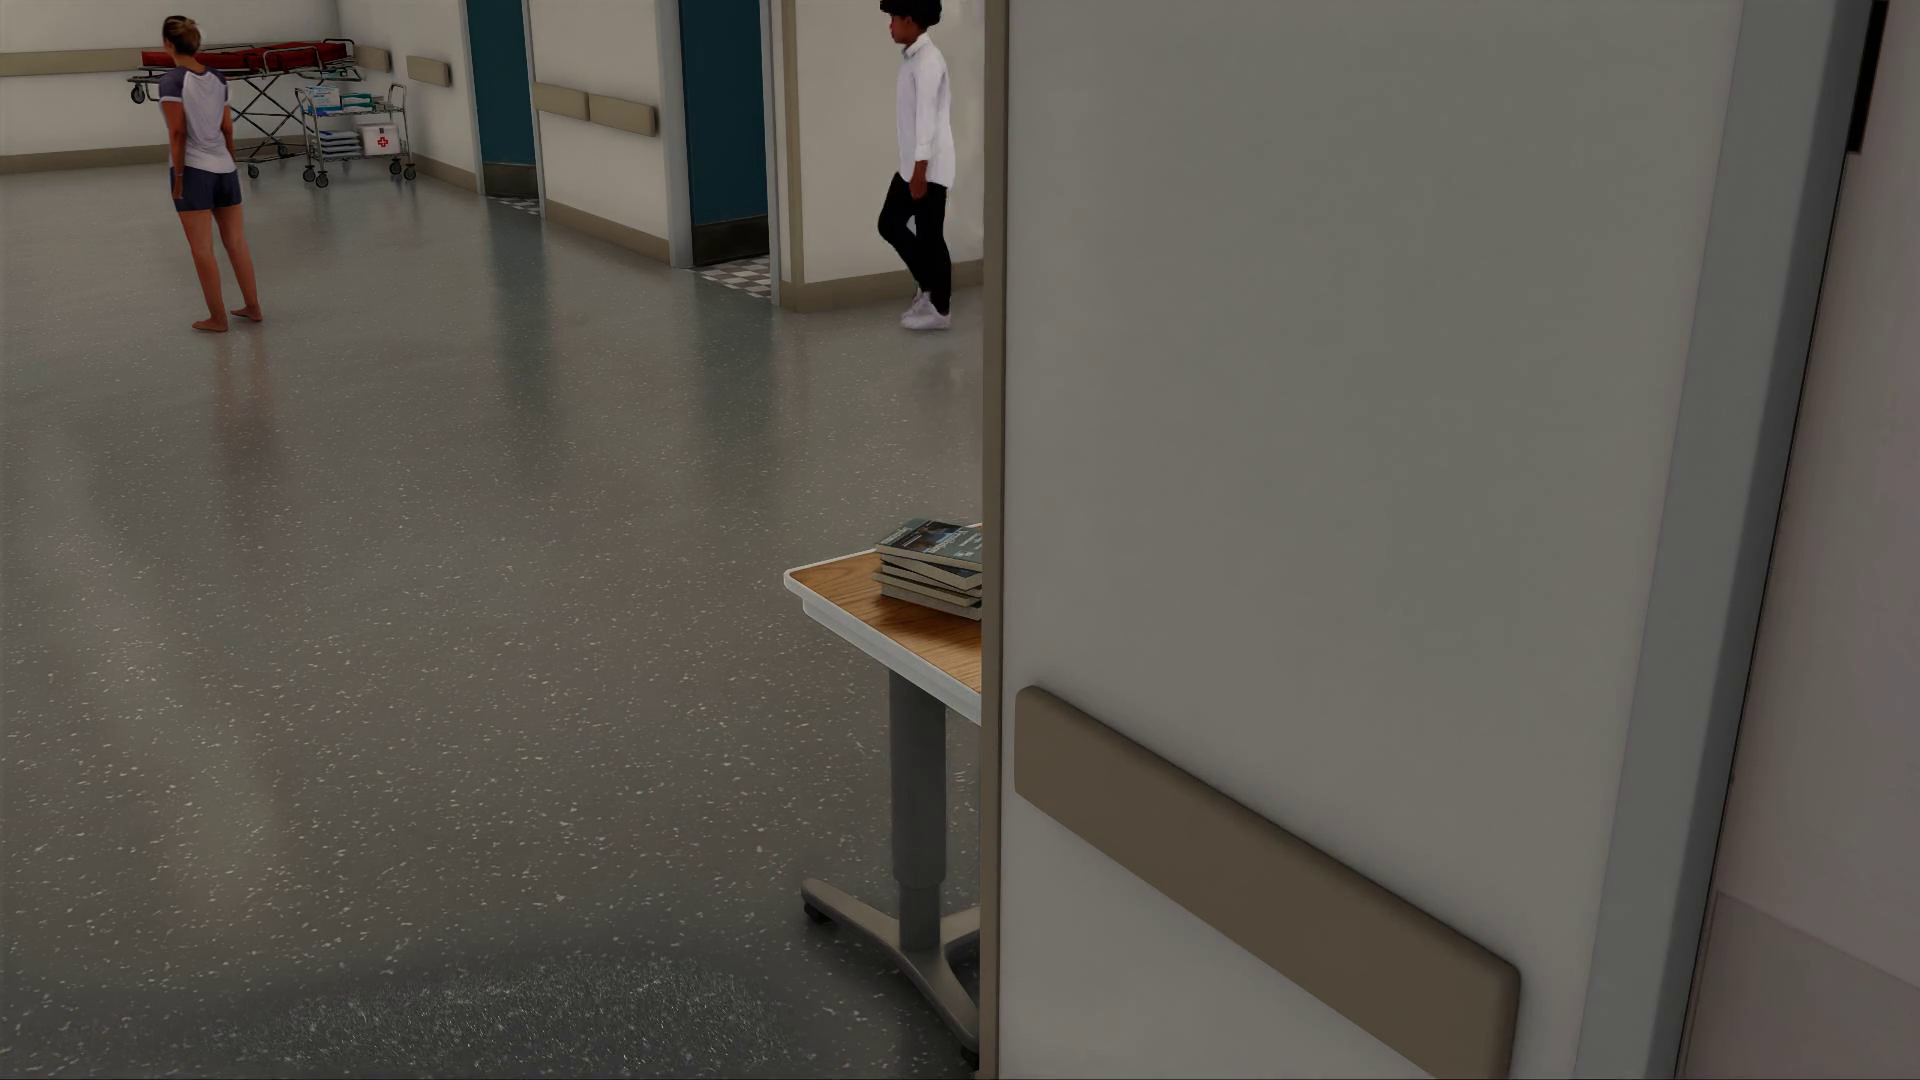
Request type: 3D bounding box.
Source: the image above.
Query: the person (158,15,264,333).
[{"bbox_3d":[-3.996,-1.929,8.801,0.663,1.624,0.655,9,23,23],"label":"person"}]

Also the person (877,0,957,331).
[{"bbox_3d":[-0.112,-1.983,8.703,0.797,1.794,0.672,-5,21,-14],"label":"person"}]
